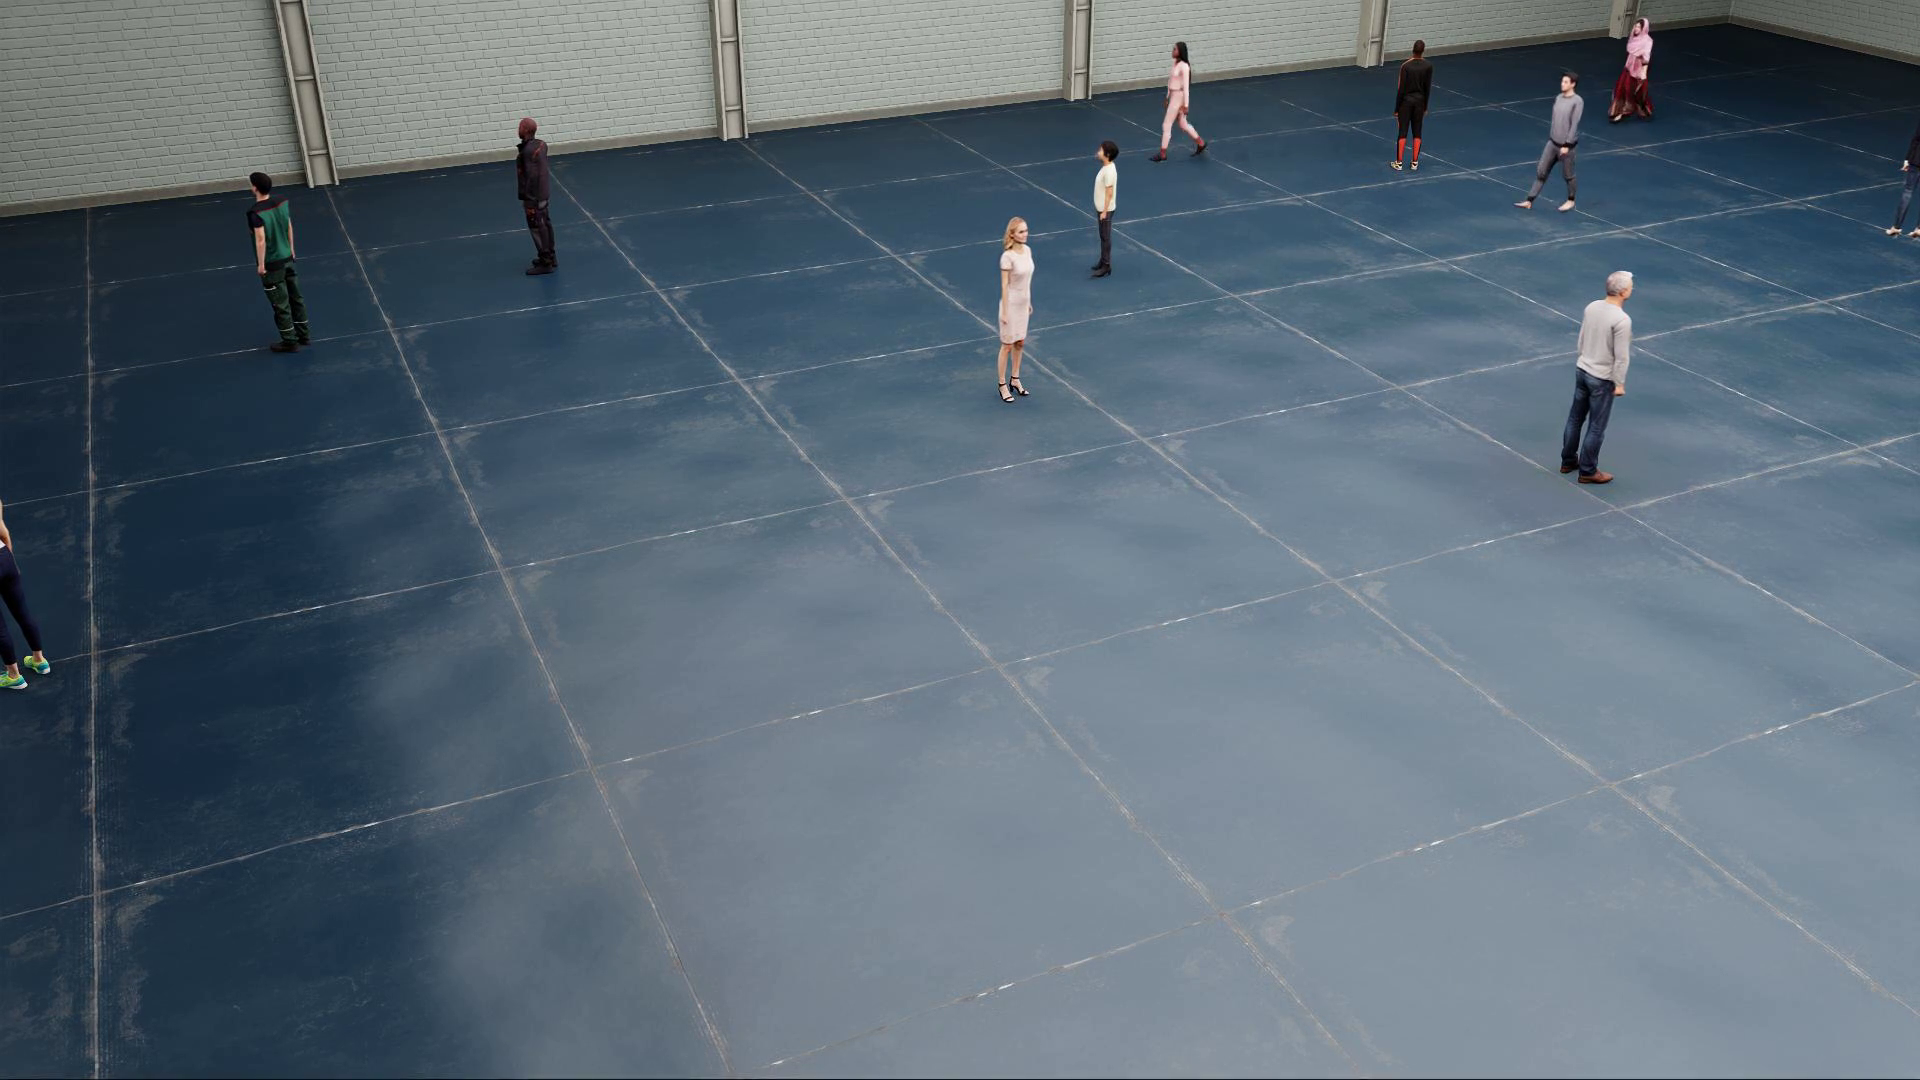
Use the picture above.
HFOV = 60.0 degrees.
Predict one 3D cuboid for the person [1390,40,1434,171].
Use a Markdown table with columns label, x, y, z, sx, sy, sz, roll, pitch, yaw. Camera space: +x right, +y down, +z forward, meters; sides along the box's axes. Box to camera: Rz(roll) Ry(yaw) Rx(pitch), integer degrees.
| label | x | y | z | sx | sy | sz | roll | pitch | yaw |
| --- | --- | --- | --- | --- | --- | --- | --- | --- | --- |
| person | 6.409 | -6.169 | 23.569 | 0.612 | 1.808 | 0.759 | -1 | 28 | -2 |

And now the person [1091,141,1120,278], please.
| label | x | y | z | sx | sy | sz | roll | pitch | yaw |
| --- | --- | --- | --- | --- | --- | --- | --- | --- | --- |
| person | 1.708 | -3.901 | 19.544 | 0.633 | 1.587 | 0.656 | 1 | 28 | 2 |

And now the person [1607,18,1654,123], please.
| label | x | y | z | sx | sy | sz | roll | pitch | yaw |
| --- | --- | --- | --- | --- | --- | --- | --- | --- | --- |
| person | 10.587 | -7.310 | 25.938 | 1.052 | 1.595 | 0.699 | -14 | 31 | -25 |

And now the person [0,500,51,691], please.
| label | x | y | z | sx | sy | sz | roll | pitch | yaw |
| --- | --- | --- | --- | --- | --- | --- | --- | --- | --- |
| person | -6.773 | 0.244 | 11.640 | 0.740 | 1.702 | 0.671 | 11 | 30 | 20 |

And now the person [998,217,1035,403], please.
| label | x | y | z | sx | sy | sz | roll | pitch | yaw |
| --- | --- | --- | --- | --- | --- | --- | --- | --- | --- |
| person | 0.529 | -2.258 | 16.201 | 0.685 | 1.830 | 0.545 | 25 | 37 | 38 |

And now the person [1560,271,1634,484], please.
| label | x | y | z | sx | sy | sz | roll | pitch | yaw |
| --- | --- | --- | --- | --- | --- | --- | --- | --- | --- |
| person | 5.590 | -1.435 | 14.570 | 0.664 | 1.911 | 0.759 | -8 | 29 | -15 |

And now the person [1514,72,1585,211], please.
| label | x | y | z | sx | sy | sz | roll | pitch | yaw |
| --- | --- | --- | --- | --- | --- | --- | --- | --- | --- |
| person | 7.923 | -5.155 | 21.672 | 1.138 | 1.802 | 0.695 | -13 | 31 | -23 |

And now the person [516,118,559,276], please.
| label | x | y | z | sx | sy | sz | roll | pitch | yaw |
| --- | --- | --- | --- | --- | --- | --- | --- | --- | --- |
| person | -4.988 | -4.067 | 19.603 | 0.769 | 1.825 | 0.794 | 0 | 28 | 0 |

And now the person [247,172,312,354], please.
| label | x | y | z | sx | sy | sz | roll | pitch | yaw |
| --- | --- | --- | --- | --- | --- | --- | --- | --- | --- |
| person | -7.125 | -2.909 | 17.348 | 0.808 | 1.901 | 0.758 | 9 | 29 | 16 |

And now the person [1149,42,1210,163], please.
| label | x | y | z | sx | sy | sz | roll | pitch | yaw |
| --- | --- | --- | --- | --- | --- | --- | --- | --- | --- |
| person | 3.219 | -6.270 | 23.889 | 1.198 | 1.685 | 0.778 | -6 | 29 | -11 |
